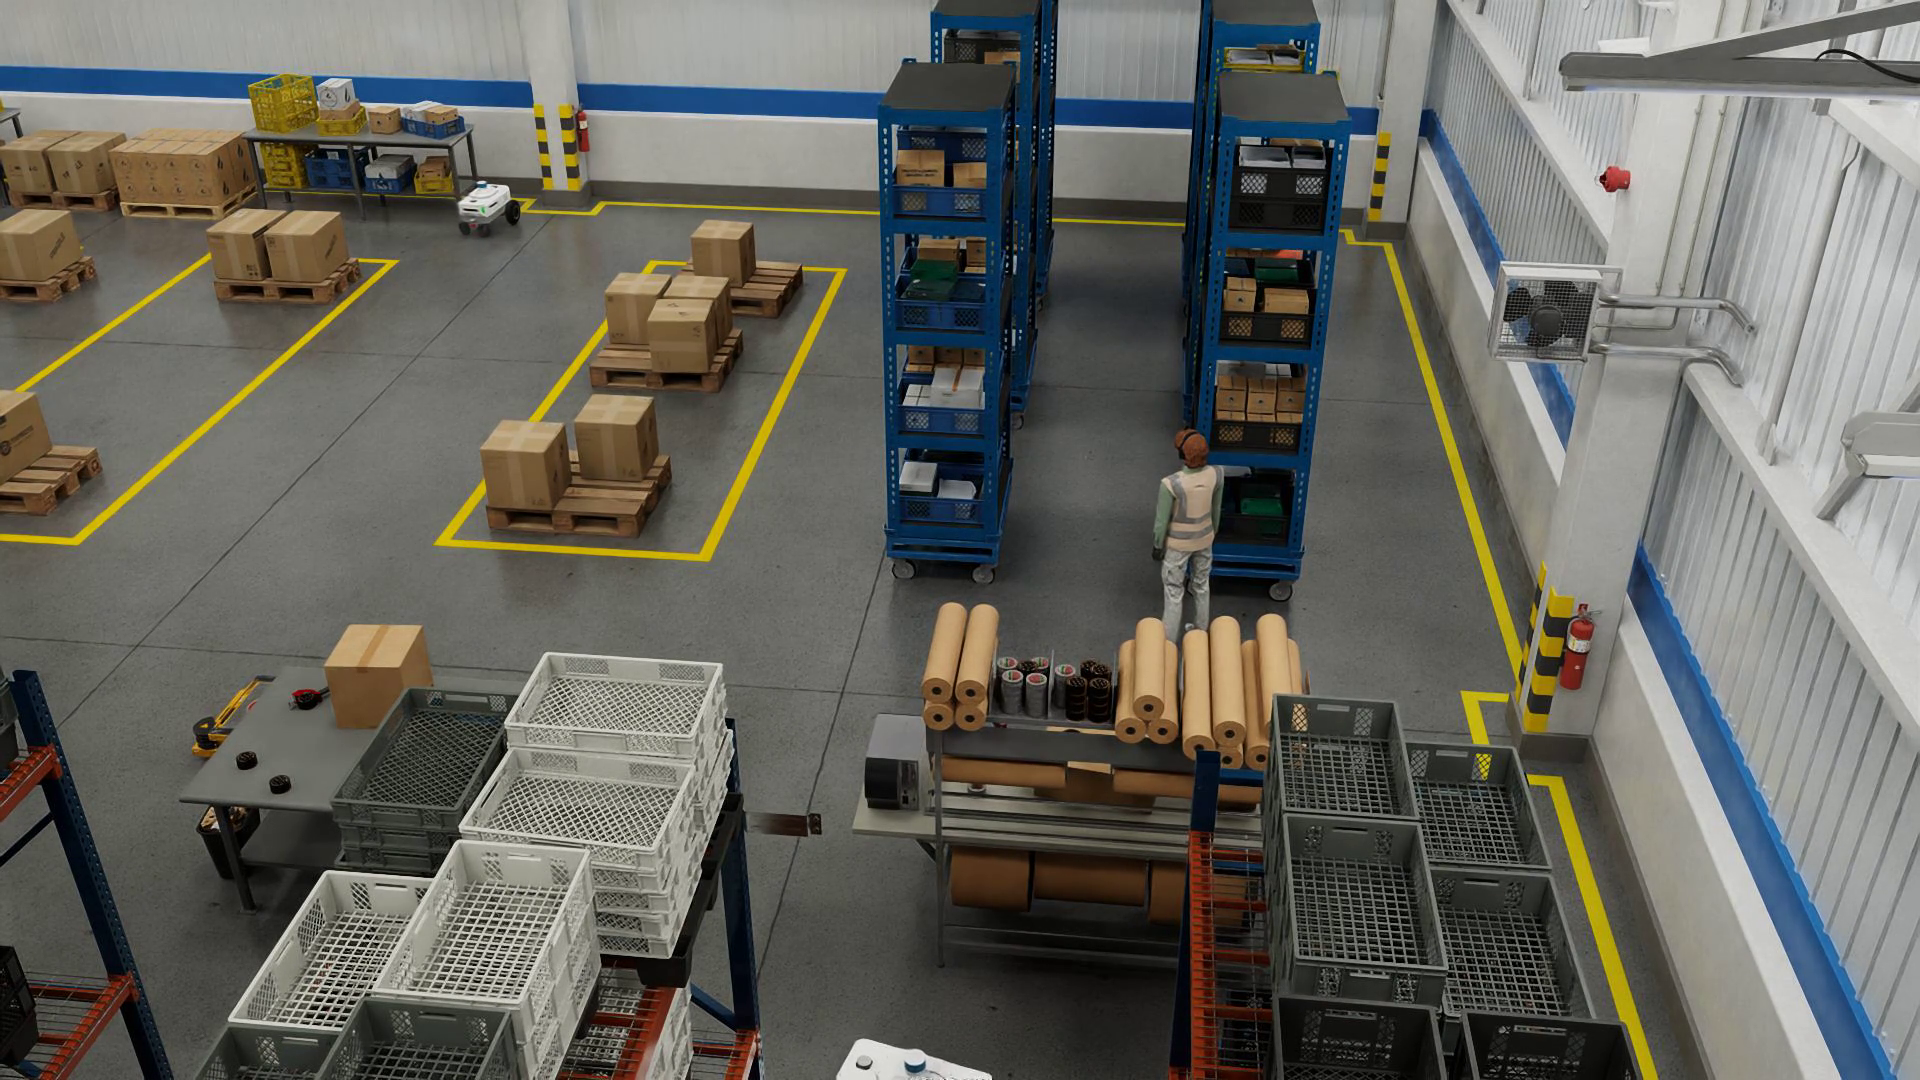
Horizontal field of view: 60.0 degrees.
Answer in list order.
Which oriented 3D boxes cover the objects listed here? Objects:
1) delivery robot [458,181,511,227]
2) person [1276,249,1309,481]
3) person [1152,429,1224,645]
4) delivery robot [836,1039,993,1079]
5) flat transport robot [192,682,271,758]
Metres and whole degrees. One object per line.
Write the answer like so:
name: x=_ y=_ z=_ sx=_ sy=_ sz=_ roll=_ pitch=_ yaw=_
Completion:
delivery robot: x=-5.385 y=-3.820 z=18.837 sx=0.477 sy=0.478 sz=0.707 roll=6 pitch=31 yaw=10
person: x=2.553 y=-1.402 z=13.354 sx=0.397 sy=1.992 sz=0.623 roll=-23 pitch=38 yaw=-34
person: x=1.538 y=0.014 z=11.280 sx=0.518 sy=1.632 sz=0.314 roll=-15 pitch=33 yaw=-24
delivery robot: x=-0.207 y=2.598 z=7.813 sx=0.707 sy=0.478 sz=0.477 roll=10 pitch=32 yaw=17
flat transport robot: x=-4.089 y=1.163 z=10.648 sx=1.431 sy=0.197 sz=0.652 roll=3 pitch=30 yaw=6
